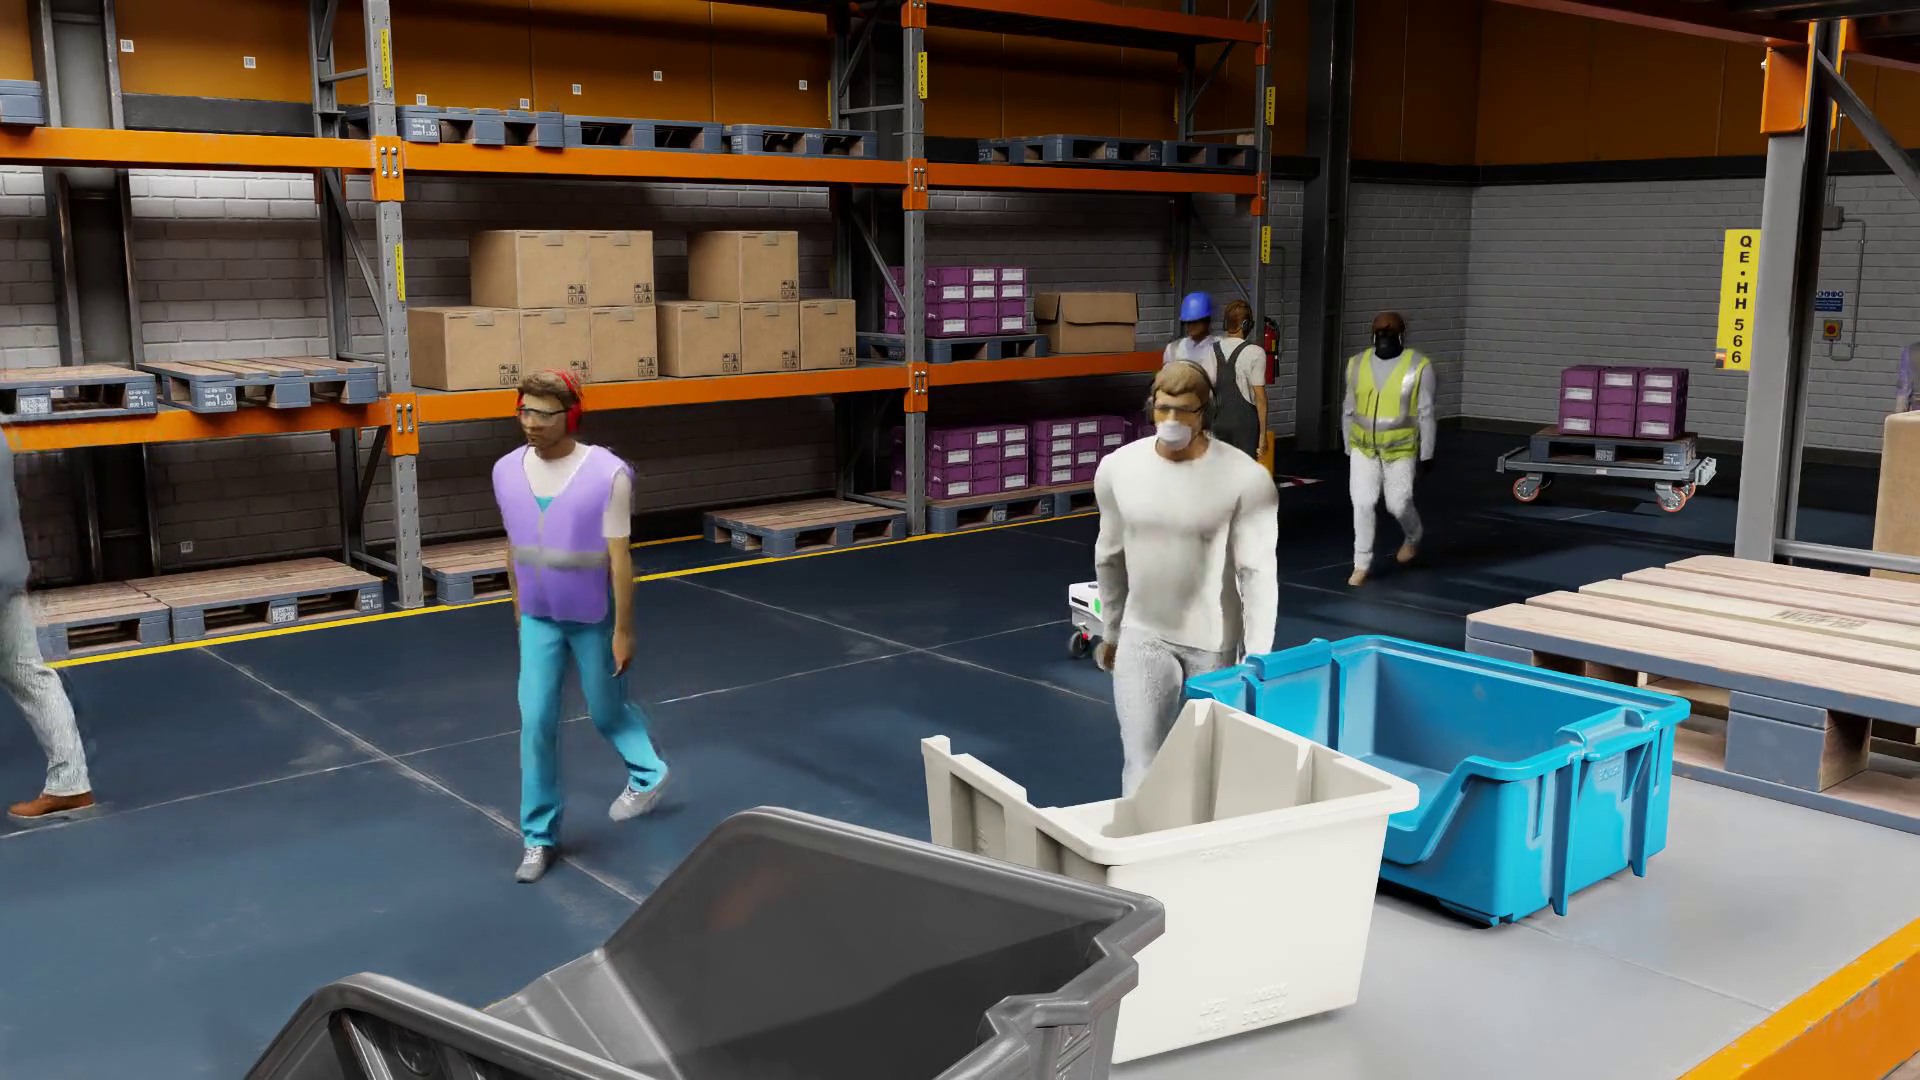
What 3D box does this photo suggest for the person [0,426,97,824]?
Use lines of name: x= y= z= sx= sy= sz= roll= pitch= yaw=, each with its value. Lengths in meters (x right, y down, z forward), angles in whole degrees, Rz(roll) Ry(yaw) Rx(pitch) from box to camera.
person: x=-3.825 y=0.187 z=6.243 sx=0.996 sy=1.887 sz=0.659 roll=-3 pitch=11 yaw=-16

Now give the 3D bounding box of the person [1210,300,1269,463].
person: x=1.949 y=-0.769 z=11.755 sx=0.506 sy=1.843 sz=0.346 roll=8 pitch=13 yaw=37

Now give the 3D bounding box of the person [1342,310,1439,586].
person: x=2.863 y=-0.618 z=11.012 sx=0.627 sy=1.818 sz=0.717 roll=7 pitch=12 yaw=34

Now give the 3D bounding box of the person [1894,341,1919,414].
person: x=6.601 y=-0.706 z=11.162 sx=0.594 sy=1.925 sz=0.376 roll=8 pitch=13 yaw=37

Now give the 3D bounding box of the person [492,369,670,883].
person: x=-1.388 y=0.262 z=6.084 sx=0.563 sy=1.813 sz=0.832 roll=3 pitch=11 yaw=16

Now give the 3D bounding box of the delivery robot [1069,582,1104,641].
delivery robot: x=0.946 y=0.330 z=8.941 sx=0.707 sy=0.478 sz=0.477 roll=-5 pitch=11 yaw=-25

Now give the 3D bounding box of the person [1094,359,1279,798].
person: x=0.751 y=0.326 z=5.570 sx=0.644 sy=1.877 sz=1.025 roll=4 pitch=11 yaw=22

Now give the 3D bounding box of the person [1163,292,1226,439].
person: x=1.736 y=-0.815 z=11.888 sx=0.640 sy=1.881 sz=1.063 roll=7 pitch=12 yaw=33
